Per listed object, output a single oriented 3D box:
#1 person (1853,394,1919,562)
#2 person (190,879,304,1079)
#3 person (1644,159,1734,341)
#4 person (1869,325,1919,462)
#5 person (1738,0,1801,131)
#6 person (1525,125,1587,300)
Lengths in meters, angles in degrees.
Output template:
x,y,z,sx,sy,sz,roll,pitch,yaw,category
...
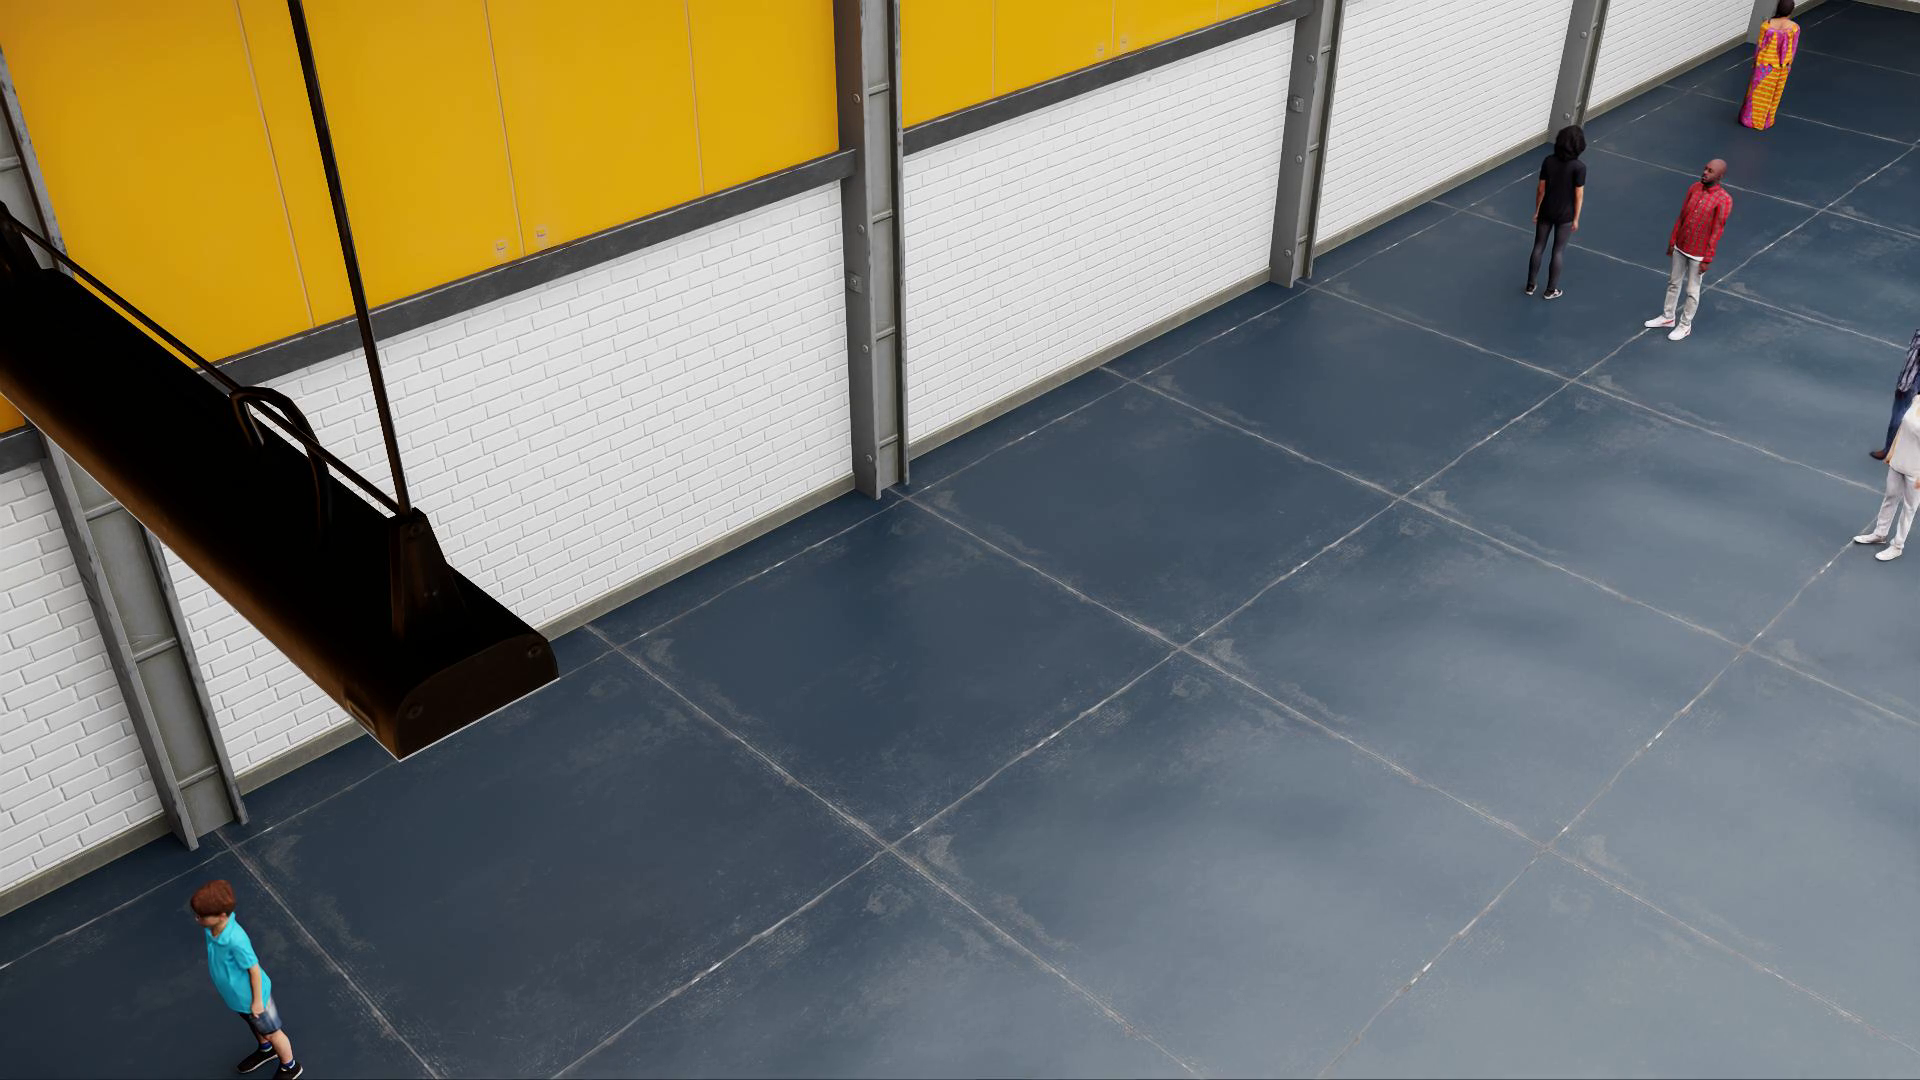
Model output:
x,y,z,sx,sy,sz,roll,pitch,yaw,category
7.549,-0.620,13.142,0.694,1.671,0.675,-8,34,-12,person
-3.810,2.359,8.862,0.534,1.449,0.486,25,41,32,person
7.256,-2.898,16.435,0.698,1.820,0.739,-15,36,-21,person
8.243,-1.335,14.130,0.875,1.769,0.801,-19,38,-26,person
10.516,-6.206,21.533,0.720,1.686,0.741,17,37,24,person
6.148,-3.385,17.154,0.658,1.837,0.552,24,41,32,person
